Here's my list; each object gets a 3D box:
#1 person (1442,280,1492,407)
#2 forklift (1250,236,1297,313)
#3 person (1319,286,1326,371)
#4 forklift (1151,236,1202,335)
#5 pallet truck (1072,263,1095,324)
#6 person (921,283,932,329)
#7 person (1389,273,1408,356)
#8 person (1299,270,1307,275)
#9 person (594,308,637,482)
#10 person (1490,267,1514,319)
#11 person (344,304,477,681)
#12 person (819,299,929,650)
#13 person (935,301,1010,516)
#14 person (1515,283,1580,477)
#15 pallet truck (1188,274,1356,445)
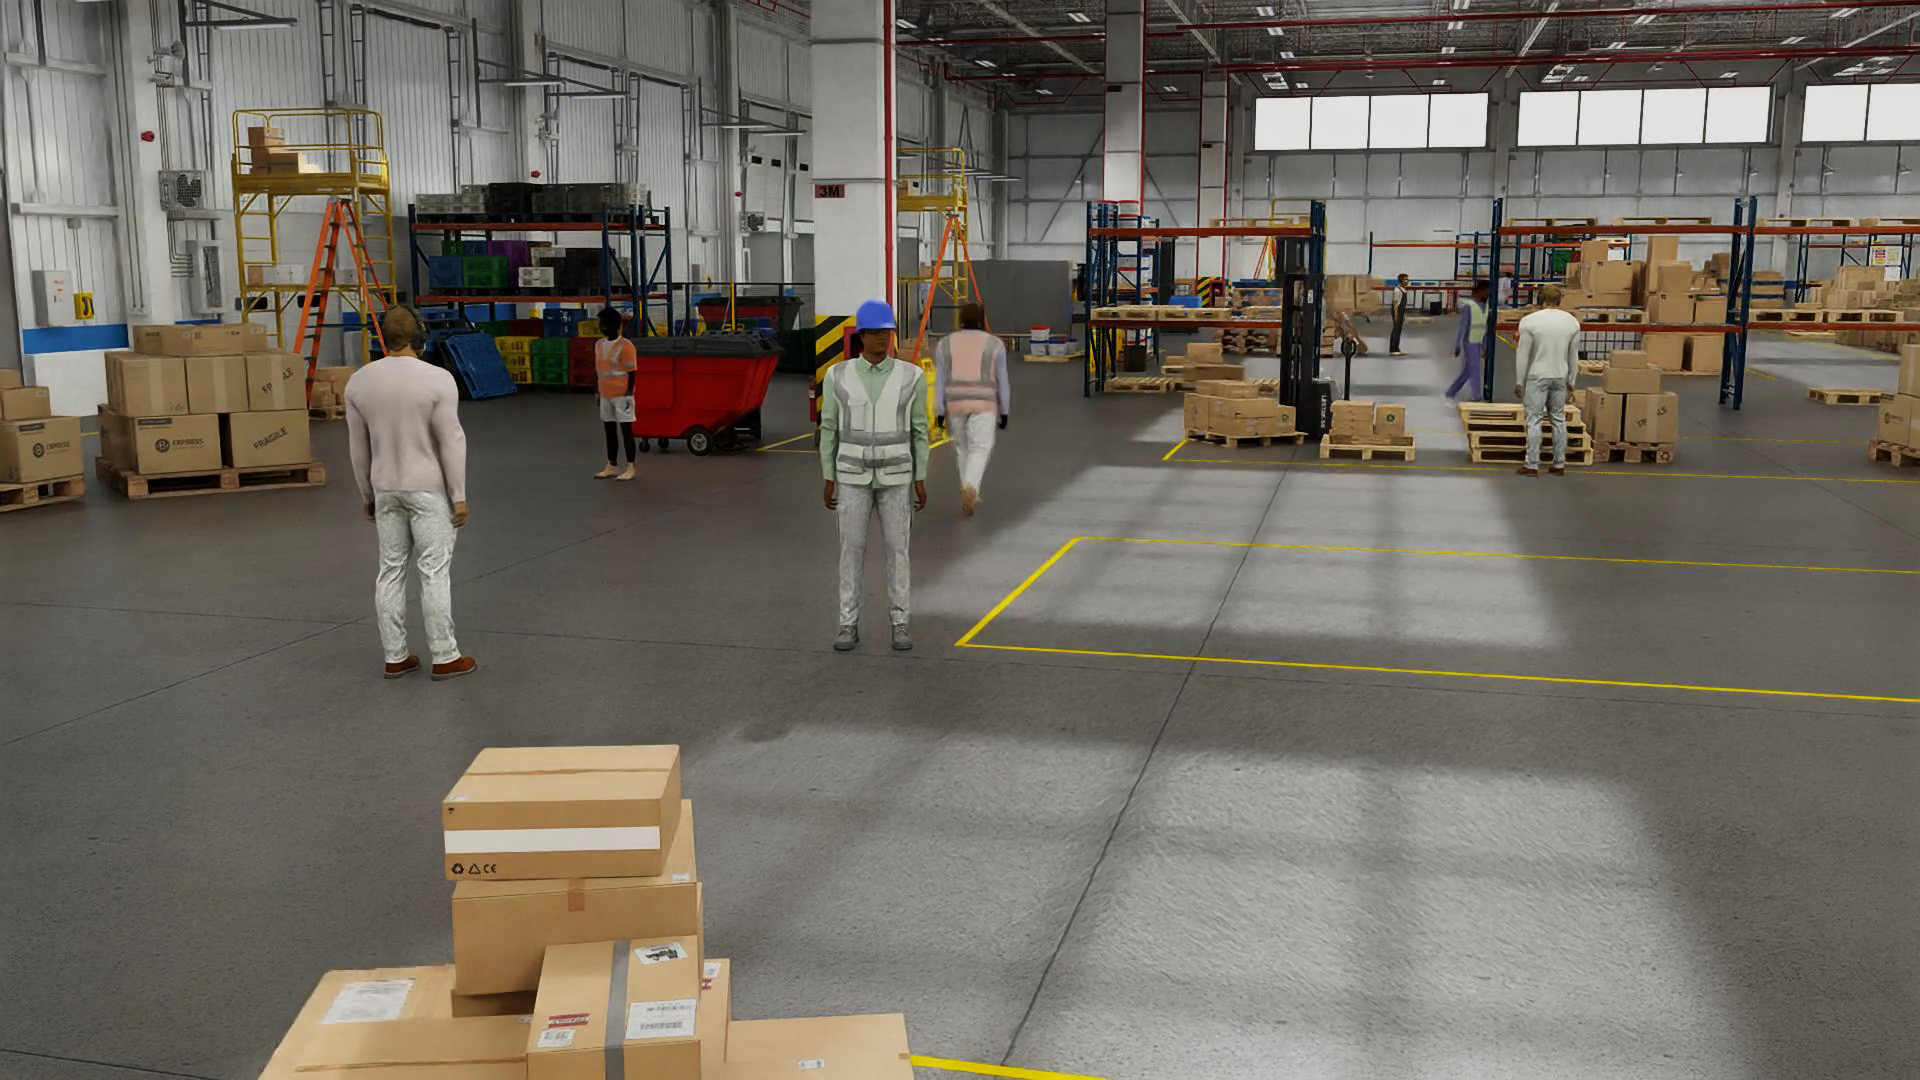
[{"bbox_3d":[7.354,-2.820,23.996,0.660,1.869,0.858,-9,13,-44],"label":"person"},{"bbox_3d":[9.965,-7.933,51.113,1.873,2.768,1.129,-2,10,-14],"label":"forklift"},{"bbox_3d":[6.830,-4.106,31.953,0.486,1.738,0.322,-4,10,-22],"label":"person"},{"bbox_3d":[5.866,-7.214,46.878,1.873,2.768,1.129,2,10,14],"label":"forklift"},{"bbox_3d":[4.325,-8.180,55.162,0.823,1.965,1.885,6,11,31],"label":"pallet truck"},{"bbox_3d":[-0.929,-7.355,50.516,0.544,1.929,0.386,-5,11,-25],"label":"person"},{"bbox_3d":[9.743,-4.992,36.890,0.358,1.837,0.501,6,11,30],"label":"person"},{"bbox_3d":[9.317,-6.478,45.616,0.581,1.854,0.935,-3,10,-19],"label":"person"},{"bbox_3d":[-3.361,-1.413,16.220,0.536,1.690,0.324,7,12,37],"label":"person"},{"bbox_3d":[16.702,-7.468,51.251,0.706,1.908,0.583,-1,10,-4],"label":"person"},{"bbox_3d":[-2.816,-0.234,8.552,0.628,1.940,0.373,2,10,12],"label":"person"},{"bbox_3d":[-0.475,-0.356,9.233,0.611,1.950,0.376,0,10,-1],"label":"person"},{"bbox_3d":[0.094,-1.113,14.113,0.634,1.818,0.834,3,10,17],"label":"person"},{"bbox_3d":[5.850,-1.588,16.589,0.643,1.927,0.384,-2,10,-11],"label":"person"},{"bbox_3d":[3.653,-2.138,19.590,1.885,1.965,0.823,-4,10,-20],"label":"pallet truck"}]
